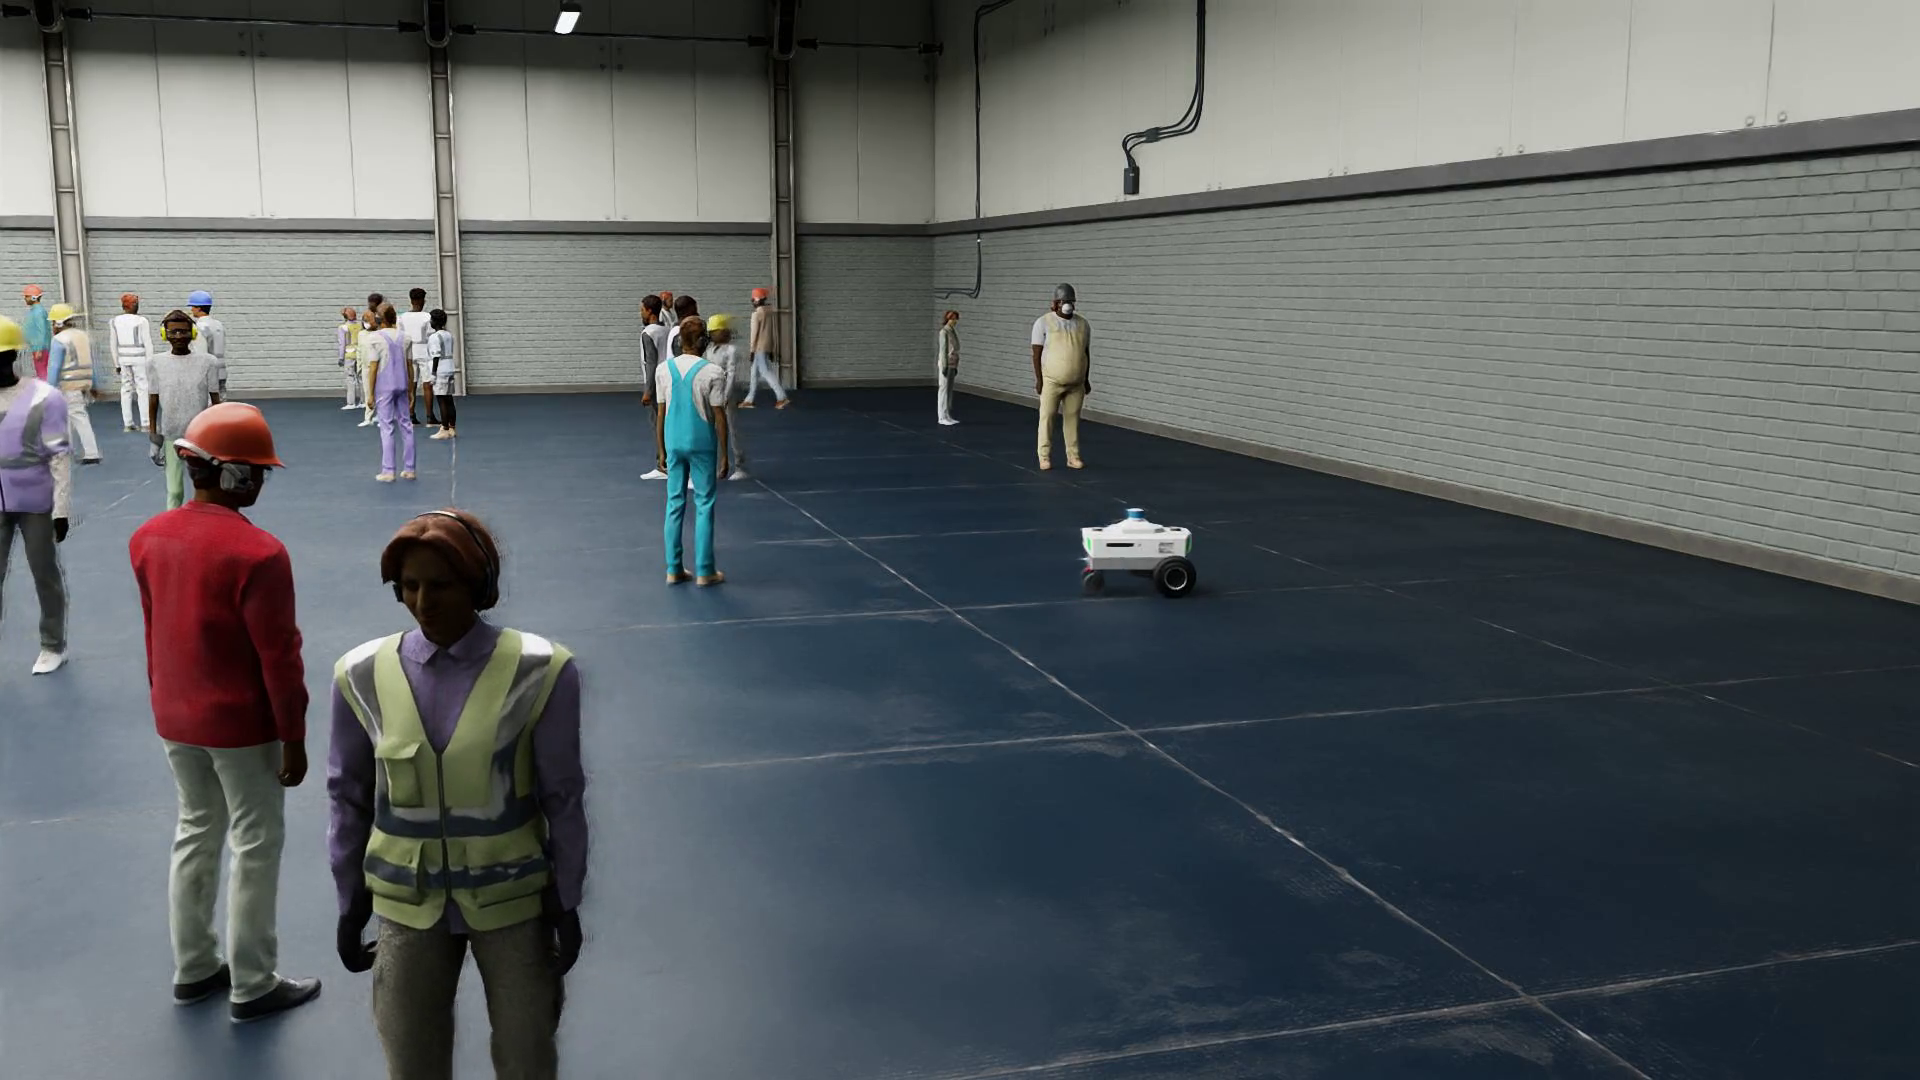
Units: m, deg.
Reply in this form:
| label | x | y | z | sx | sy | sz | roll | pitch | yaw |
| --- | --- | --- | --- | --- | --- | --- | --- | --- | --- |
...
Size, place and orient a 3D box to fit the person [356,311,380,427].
| label | x | y | z | sx | sy | sz | roll | pitch | yaw |
| --- | --- | --- | --- | --- | --- | --- | --- | --- | --- |
| person | -8.288 | -2.408 | 23.469 | 0.498 | 1.632 | 0.285 | 2 | 9 | 15 |

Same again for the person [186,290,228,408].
| label | x | y | z | sx | sy | sz | roll | pitch | yaw |
| --- | --- | --- | --- | --- | --- | --- | --- | --- | --- |
| person | -8.622 | -1.878 | 19.081 | 0.396 | 1.949 | 0.602 | 0 | 9 | 2 |

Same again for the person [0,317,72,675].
| label | x | y | z | sx | sy | sz | roll | pitch | yaw |
| --- | --- | --- | --- | --- | --- | --- | --- | --- | --- |
| person | -4.854 | -0.185 | 8.464 | 0.614 | 1.882 | 0.929 | -1 | 9 | -7 |

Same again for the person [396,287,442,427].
| label | x | y | z | sx | sy | sz | roll | pitch | yaw |
| --- | --- | --- | --- | --- | --- | --- | --- | --- | --- |
| person | -7.604 | -2.566 | 23.412 | 0.612 | 1.965 | 0.361 | 1 | 9 | 9 |

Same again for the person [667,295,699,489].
| label | x | y | z | sx | sy | sz | roll | pitch | yaw |
| --- | --- | --- | --- | --- | --- | --- | --- | --- | --- |
| person | -2.771 | -1.470 | 16.576 | 0.394 | 1.919 | 0.590 | -1 | 9 | -8 |

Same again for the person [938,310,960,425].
| label | x | y | z | sx | sy | sz | roll | pitch | yaw |
| --- | --- | --- | --- | --- | --- | --- | --- | --- | --- |
| person | -0.163 | -2.467 | 23.832 | 0.315 | 1.636 | 0.514 | 3 | 9 | 18 |

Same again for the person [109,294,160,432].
| label | x | y | z | sx | sy | sz | roll | pitch | yaw |
| --- | --- | --- | --- | --- | --- | --- | --- | --- | --- |
| person | -11.227 | -2.400 | 22.618 | 0.582 | 1.882 | 0.351 | 1 | 9 | 8 |

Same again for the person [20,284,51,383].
| label | x | y | z | sx | sy | sz | roll | pitch | yaw |
| --- | --- | --- | --- | --- | --- | --- | --- | --- | --- |
| person | -14.545 | -3.024 | 26.247 | 0.382 | 1.995 | 0.612 | -6 | 11 | -33 |

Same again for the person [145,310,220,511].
| label | x | y | z | sx | sy | sz | roll | pitch | yaw |
| --- | --- | --- | --- | --- | --- | --- | --- | --- | --- |
| person | -5.590 | -0.728 | 12.031 | 0.508 | 1.863 | 0.327 | -4 | 10 | -22 |

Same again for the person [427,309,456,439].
| label | x | y | z | sx | sy | sz | roll | pitch | yaw |
| --- | --- | --- | --- | --- | --- | --- | --- | --- | --- |
| person | -6.750 | -2.154 | 21.645 | 0.319 | 1.696 | 0.532 | 1 | 9 | 5 |

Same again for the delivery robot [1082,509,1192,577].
| label | x | y | z | sx | sy | sz | roll | pitch | yaw |
| --- | --- | --- | --- | --- | --- | --- | --- | --- | --- |
| delivery robot | 1.163 | 0.036 | 11.005 | 0.707 | 0.478 | 0.477 | 0 | 9 | 0 |

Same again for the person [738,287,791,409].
| label | x | y | z | sx | sy | sz | roll | pitch | yaw |
| --- | --- | --- | --- | --- | --- | --- | --- | --- | --- |
| person | -3.148 | -3.075 | 26.717 | 0.964 | 1.960 | 0.629 | 3 | 9 | 17 |

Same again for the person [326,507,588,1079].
| label | x | y | z | sx | sy | sz | roll | pitch | yaw |
| --- | --- | --- | --- | --- | --- | --- | --- | --- | --- |
| person | -1.004 | 0.747 | 3.349 | 0.525 | 1.635 | 0.322 | 0 | 9 | -1 |

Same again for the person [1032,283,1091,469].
| label | x | y | z | sx | sy | sz | roll | pitch | yaw |
| --- | --- | --- | --- | --- | --- | --- | --- | --- | --- |
| person | 1.145 | -1.788 | 18.214 | 0.672 | 2.000 | 0.536 | -3 | 9 | -17 |

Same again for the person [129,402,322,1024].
| label | x | y | z | sx | sy | sz | roll | pitch | yaw |
| --- | --- | --- | --- | --- | --- | --- | --- | --- | --- |
| person | -2.044 | 0.482 | 4.689 | 0.577 | 1.738 | 0.354 | 4 | 10 | 26 |

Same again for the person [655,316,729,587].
| label | x | y | z | sx | sy | sz | roll | pitch | yaw |
| --- | --- | --- | --- | --- | --- | --- | --- | --- | --- |
| person | -1.802 | -0.592 | 11.257 | 0.516 | 1.835 | 0.357 | 2 | 9 | 14 |

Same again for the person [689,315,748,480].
| label | x | y | z | sx | sy | sz | roll | pitch | yaw |
| --- | --- | --- | --- | --- | --- | --- | --- | --- | --- |
| person | -2.487 | -1.442 | 17.068 | 0.501 | 1.715 | 0.774 | 7 | 12 | 39 |

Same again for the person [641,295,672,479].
| label | x | y | z | sx | sy | sz | roll | pitch | yaw |
| --- | --- | --- | --- | --- | --- | --- | --- | --- | --- |
| person | -3.142 | -1.593 | 17.361 | 0.386 | 1.918 | 0.590 | 2 | 9 | 12 |

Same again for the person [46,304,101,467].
| label | x | y | z | sx | sy | sz | roll | pitch | yaw |
| --- | --- | --- | --- | --- | --- | --- | --- | --- | --- |
| person | -9.947 | -1.703 | 18.429 | 0.843 | 1.794 | 0.620 | 1 | 9 | 5 |

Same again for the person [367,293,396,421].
| label | x | y | z | sx | sy | sz | roll | pitch | yaw |
| --- | --- | --- | --- | --- | --- | --- | --- | --- | --- |
| person | -8.449 | -2.649 | 24.270 | 0.471 | 1.869 | 0.670 | 1 | 9 | 6 |

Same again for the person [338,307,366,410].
| label | x | y | z | sx | sy | sz | roll | pitch | yaw |
| --- | --- | --- | --- | --- | --- | --- | --- | --- | --- |
| person | -9.710 | -2.899 | 26.580 | 0.307 | 1.639 | 0.513 | 4 | 10 | 25 |

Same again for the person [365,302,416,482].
| label | x | y | z | sx | sy | sz | roll | pitch | yaw |
| --- | --- | --- | --- | --- | --- | --- | --- | --- | --- |
| person | -5.847 | -1.513 | 17.083 | 0.347 | 1.846 | 0.505 | 8 | 12 | 42 |
